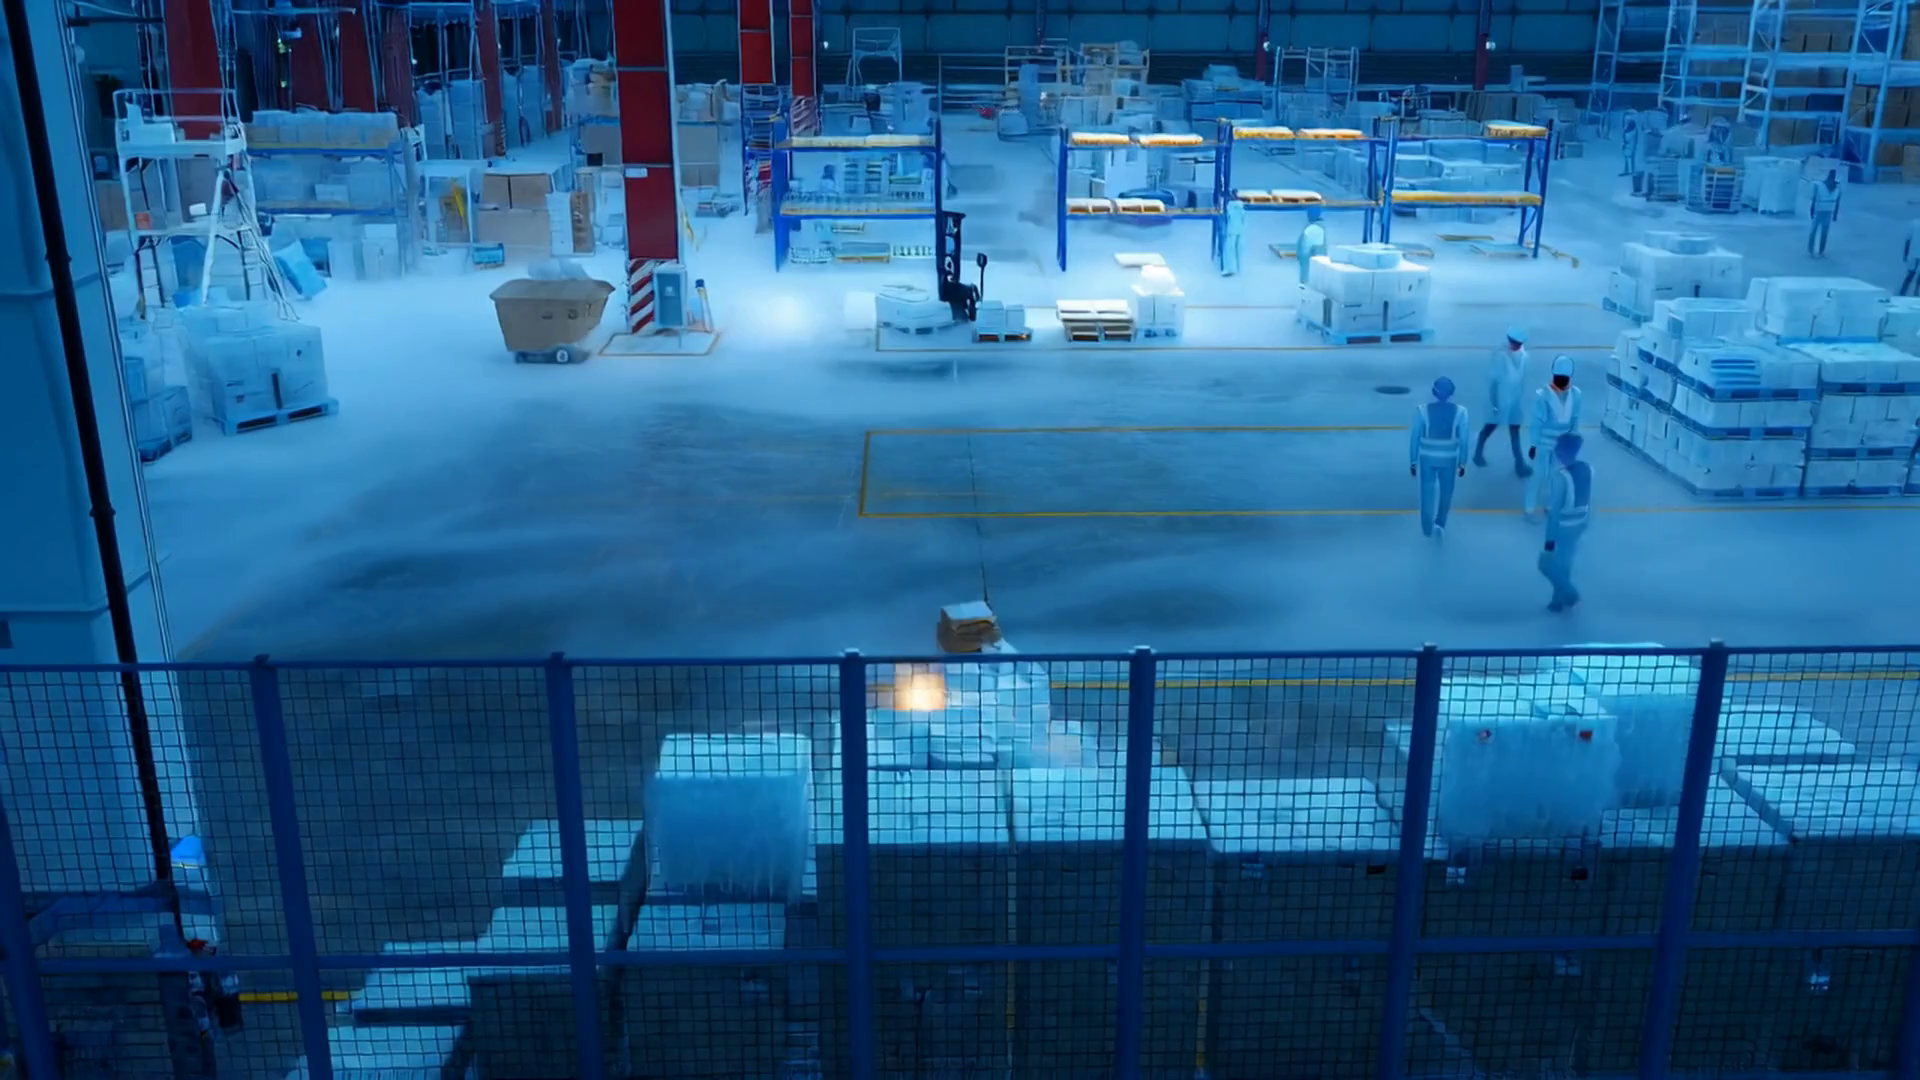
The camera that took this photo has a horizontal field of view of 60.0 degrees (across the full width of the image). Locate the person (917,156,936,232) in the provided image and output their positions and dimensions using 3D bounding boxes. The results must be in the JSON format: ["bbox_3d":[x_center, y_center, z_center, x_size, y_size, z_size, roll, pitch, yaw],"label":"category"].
[{"bbox_3d":[-0.744,-8.377,40.335,0.485,1.830,0.648,-14,23,-36],"label":"person"}]

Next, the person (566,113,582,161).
[{"bbox_3d":[-12.853,-13.375,55.400,0.543,1.687,0.367,4,19,12],"label":"person"}]

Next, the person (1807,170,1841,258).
[{"bbox_3d":[19.081,-7.206,36.741,0.587,1.914,0.390,0,19,-1],"label":"person"}]

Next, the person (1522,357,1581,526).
[{"bbox_3d":[6.622,-1.100,18.594,0.602,1.939,0.417,-5,19,-15],"label":"person"}]

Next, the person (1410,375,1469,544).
[{"bbox_3d":[5.158,-0.857,17.965,0.609,1.873,0.406,5,19,15],"label":"person"}]

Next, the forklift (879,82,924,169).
[{"bbox_3d":[-1.621,-13.024,52.507,1.129,2.768,1.873,14,23,35],"label":"forklift"}]

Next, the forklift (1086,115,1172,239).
[{"bbox_3d":[4.093,-8.700,39.680,1.129,2.768,1.873,-15,24,-38],"label":"forklift"}]

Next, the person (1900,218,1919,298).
[{"bbox_3d":[18.203,-5.446,31.453,0.407,1.949,0.624,-12,22,-31],"label":"person"}]

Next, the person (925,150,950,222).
[{"bbox_3d":[-0.571,-9.022,42.171,0.653,1.883,1.006,8,20,21],"label":"person"}]

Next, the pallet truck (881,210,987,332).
[{"bbox_3d":[-0.493,-4.759,29.349,1.885,1.965,0.823,-13,23,-34],"label":"pallet truck"}]

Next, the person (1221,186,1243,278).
[{"bbox_3d":[5.621,-6.327,34.224,0.329,1.861,0.499,15,24,38],"label":"person"}]

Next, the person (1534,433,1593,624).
[{"bbox_3d":[5.766,-0.086,15.691,0.589,1.873,0.543,-13,23,-35],"label":"person"}]

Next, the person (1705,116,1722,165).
[{"bbox_3d":[24.417,-12.877,53.907,0.548,1.684,0.410,-4,19,-11],"label":"person"}]

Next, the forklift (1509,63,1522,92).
[{"bbox_3d":[21.238,-16.850,63.858,1.873,2.768,1.129,4,19,13],"label":"forklift"}]

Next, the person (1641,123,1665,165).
[{"bbox_3d":[20.321,-11.319,48.979,0.348,1.912,0.800,-11,21,-29],"label":"person"}]

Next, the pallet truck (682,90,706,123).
[{"bbox_3d":[-9.671,-15.907,62.421,0.823,1.965,1.885,5,19,15],"label":"pallet truck"}]

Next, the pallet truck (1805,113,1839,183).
[{"bbox_3d":[26.403,-11.957,50.702,0.823,1.965,1.885,6,19,16],"label":"pallet truck"}]

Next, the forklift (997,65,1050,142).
[{"bbox_3d":[2.415,-16.503,62.828,1.873,2.768,1.129,-2,19,-7],"label":"forklift"}]

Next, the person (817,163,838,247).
[{"bbox_3d":[-2.987,-7.675,38.164,0.562,1.894,0.581,10,21,28],"label":"person"}]

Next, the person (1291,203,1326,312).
[{"bbox_3d":[6.527,-5.200,30.591,0.736,2.000,0.695,9,21,25],"label":"person"}]

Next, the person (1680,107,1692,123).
[{"bbox_3d":[25.586,-14.476,58.786,0.836,1.603,0.504,-3,19,-9],"label":"person"}]

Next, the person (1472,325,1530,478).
[{"bbox_3d":[6.767,-1.735,20.568,0.551,1.884,1.053,-5,19,-16],"label":"person"}]

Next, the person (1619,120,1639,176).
[{"bbox_3d":[21.010,-12.302,52.192,0.535,1.697,0.318,-11,21,-29],"label":"person"}]

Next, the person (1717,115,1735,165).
[{"bbox_3d":[23.552,-12.102,51.250,0.388,1.930,0.540,9,20,24],"label":"person"}]
